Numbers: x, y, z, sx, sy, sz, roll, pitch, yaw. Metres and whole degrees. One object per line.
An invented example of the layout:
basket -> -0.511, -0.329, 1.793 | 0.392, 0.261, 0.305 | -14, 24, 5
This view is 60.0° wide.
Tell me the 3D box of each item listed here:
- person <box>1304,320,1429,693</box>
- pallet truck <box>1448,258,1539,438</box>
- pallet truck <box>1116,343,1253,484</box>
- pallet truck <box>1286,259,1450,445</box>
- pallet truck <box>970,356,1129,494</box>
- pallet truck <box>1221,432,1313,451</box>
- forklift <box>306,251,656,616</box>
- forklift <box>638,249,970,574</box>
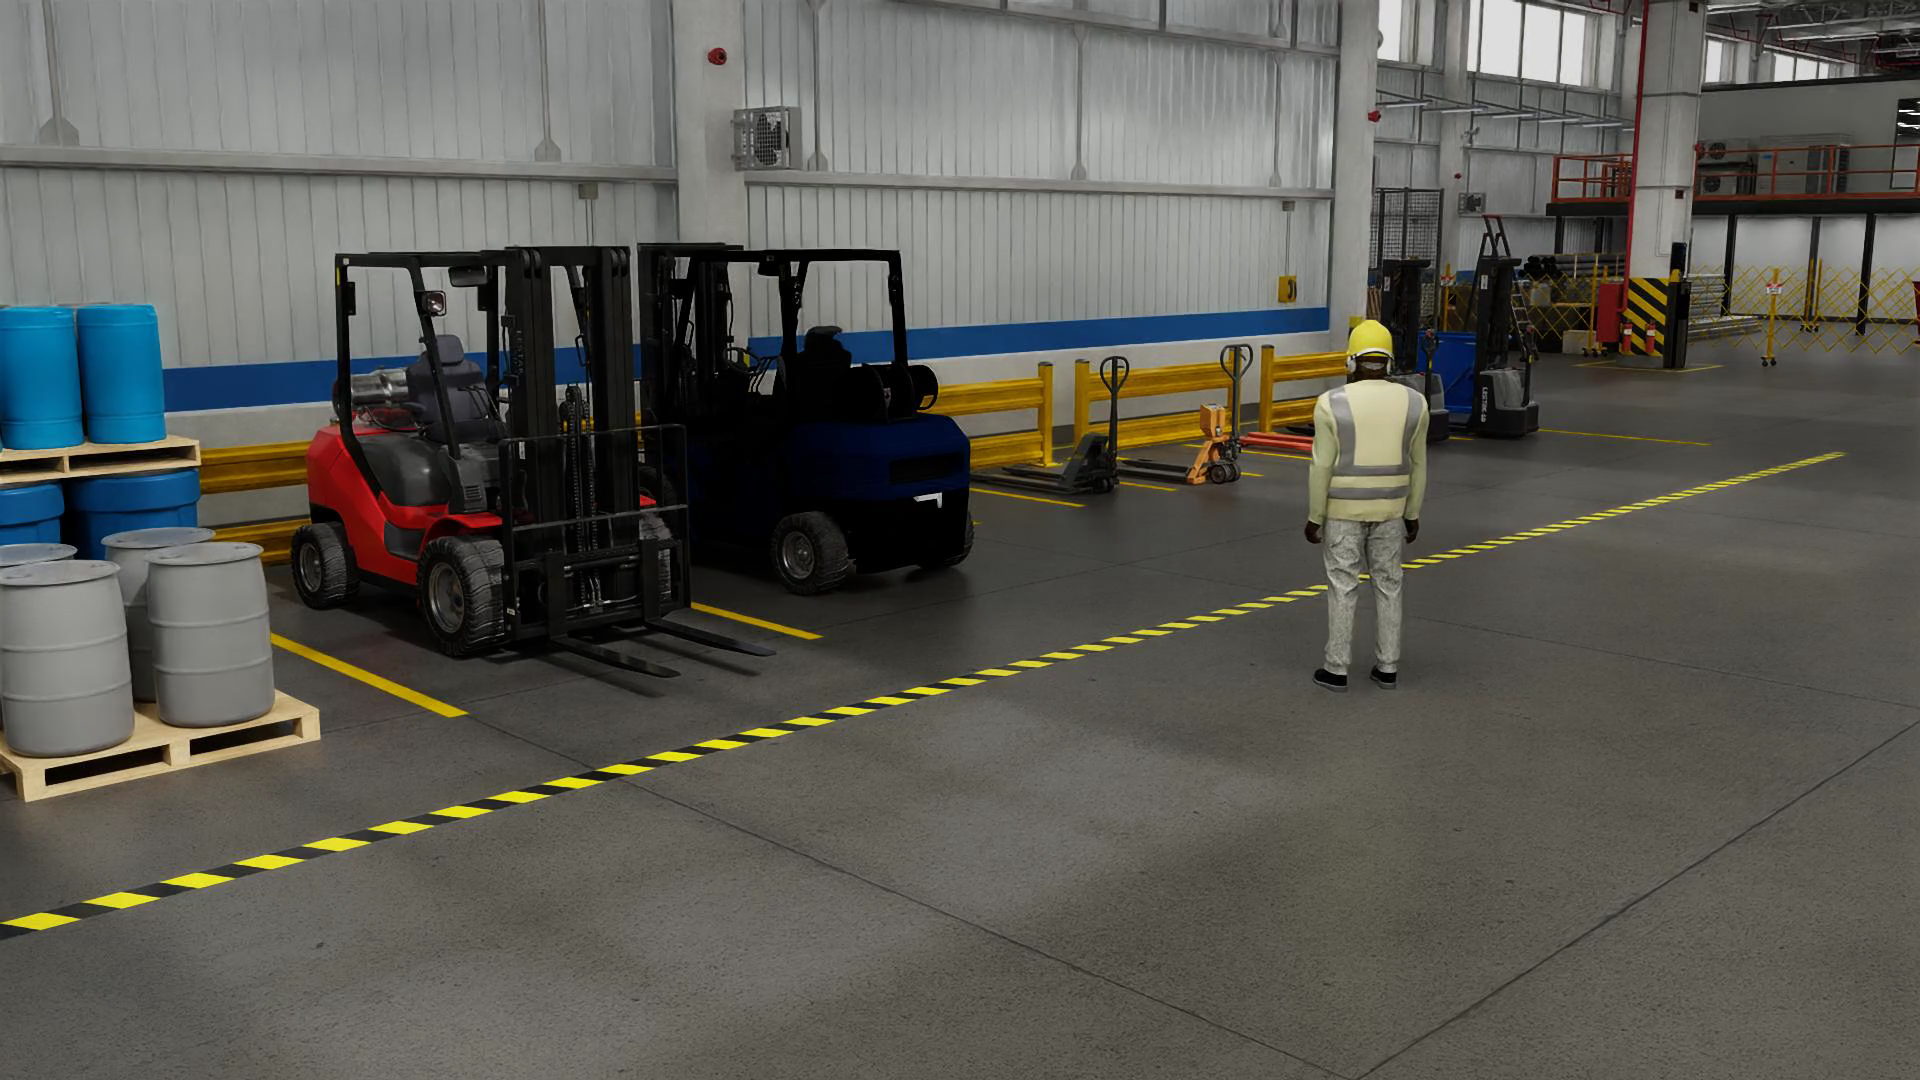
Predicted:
person -> 1.981, -0.159, 8.179 | 0.603, 1.830, 0.404 | -2, 11, -9
pallet truck -> 5.704, -2.208, 18.901 | 1.885, 1.965, 0.823 | 10, 14, 43
pallet truck -> 1.962, -1.215, 15.415 | 1.522, 1.261, 0.704 | 10, 14, 43
pallet truck -> 4.493, -2.078, 18.196 | 0.823, 1.965, 1.885 | -9, 14, -40
pallet truck -> 0.784, -1.085, 14.876 | 0.680, 1.201, 1.601 | -10, 14, -44
pallet truck -> 3.563, -1.581, 17.381 | 0.653, 1.274, 1.630 | -10, 14, -44
forklift -> -2.833, -0.669, 9.694 | 1.157, 1.987, 2.680 | -10, 14, -44
forklift -> -1.173, -0.958, 11.239 | 2.680, 1.987, 1.157 | 10, 14, 43
